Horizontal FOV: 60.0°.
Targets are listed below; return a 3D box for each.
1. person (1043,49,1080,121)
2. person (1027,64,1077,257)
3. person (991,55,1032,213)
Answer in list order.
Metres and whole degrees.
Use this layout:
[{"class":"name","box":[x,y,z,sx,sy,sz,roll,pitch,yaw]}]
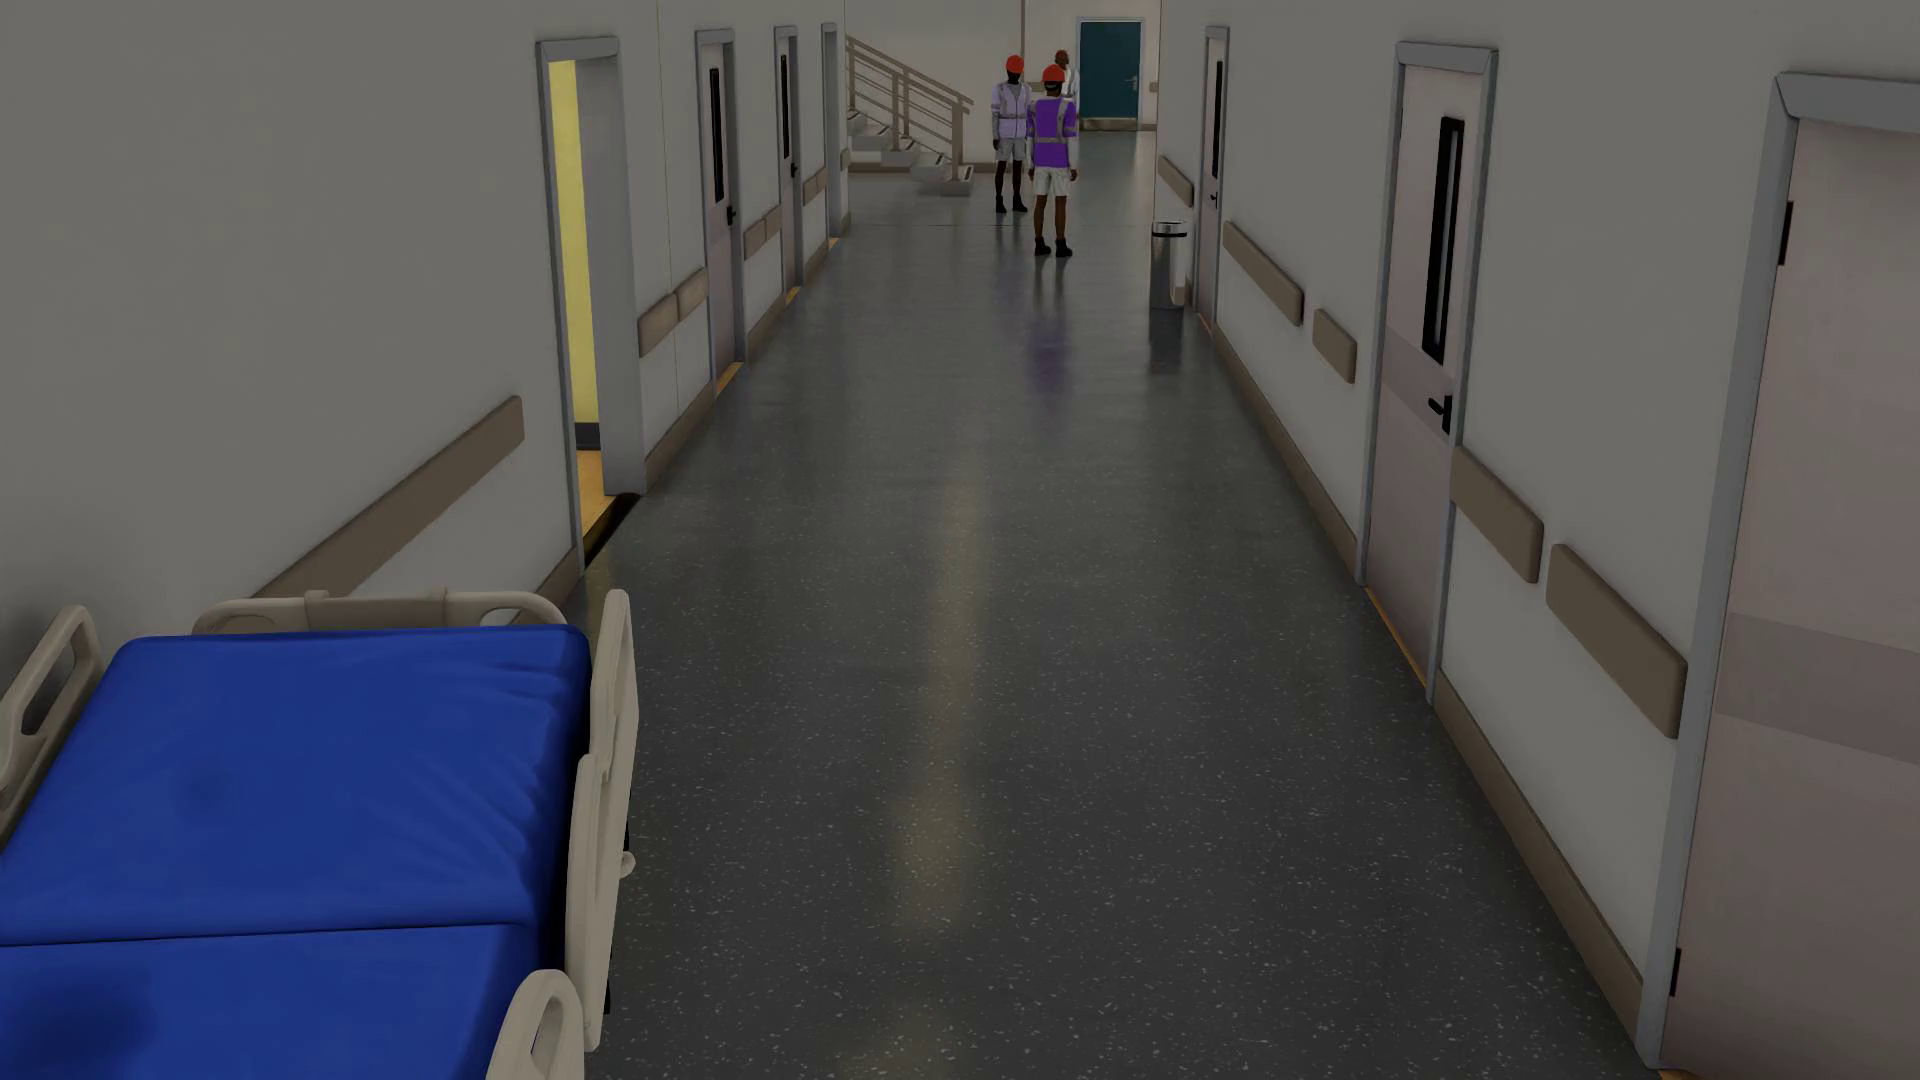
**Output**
[{"class":"person","box":[1.636,-6.957,26.843,0.583,1.868,0.547,3,18,9]},{"class":"person","box":[0.949,-3.881,17.082,0.550,1.933,0.383,10,20,29]},{"class":"person","box":[0.662,-5.078,20.836,0.543,1.927,0.375,-7,19,-21]}]
